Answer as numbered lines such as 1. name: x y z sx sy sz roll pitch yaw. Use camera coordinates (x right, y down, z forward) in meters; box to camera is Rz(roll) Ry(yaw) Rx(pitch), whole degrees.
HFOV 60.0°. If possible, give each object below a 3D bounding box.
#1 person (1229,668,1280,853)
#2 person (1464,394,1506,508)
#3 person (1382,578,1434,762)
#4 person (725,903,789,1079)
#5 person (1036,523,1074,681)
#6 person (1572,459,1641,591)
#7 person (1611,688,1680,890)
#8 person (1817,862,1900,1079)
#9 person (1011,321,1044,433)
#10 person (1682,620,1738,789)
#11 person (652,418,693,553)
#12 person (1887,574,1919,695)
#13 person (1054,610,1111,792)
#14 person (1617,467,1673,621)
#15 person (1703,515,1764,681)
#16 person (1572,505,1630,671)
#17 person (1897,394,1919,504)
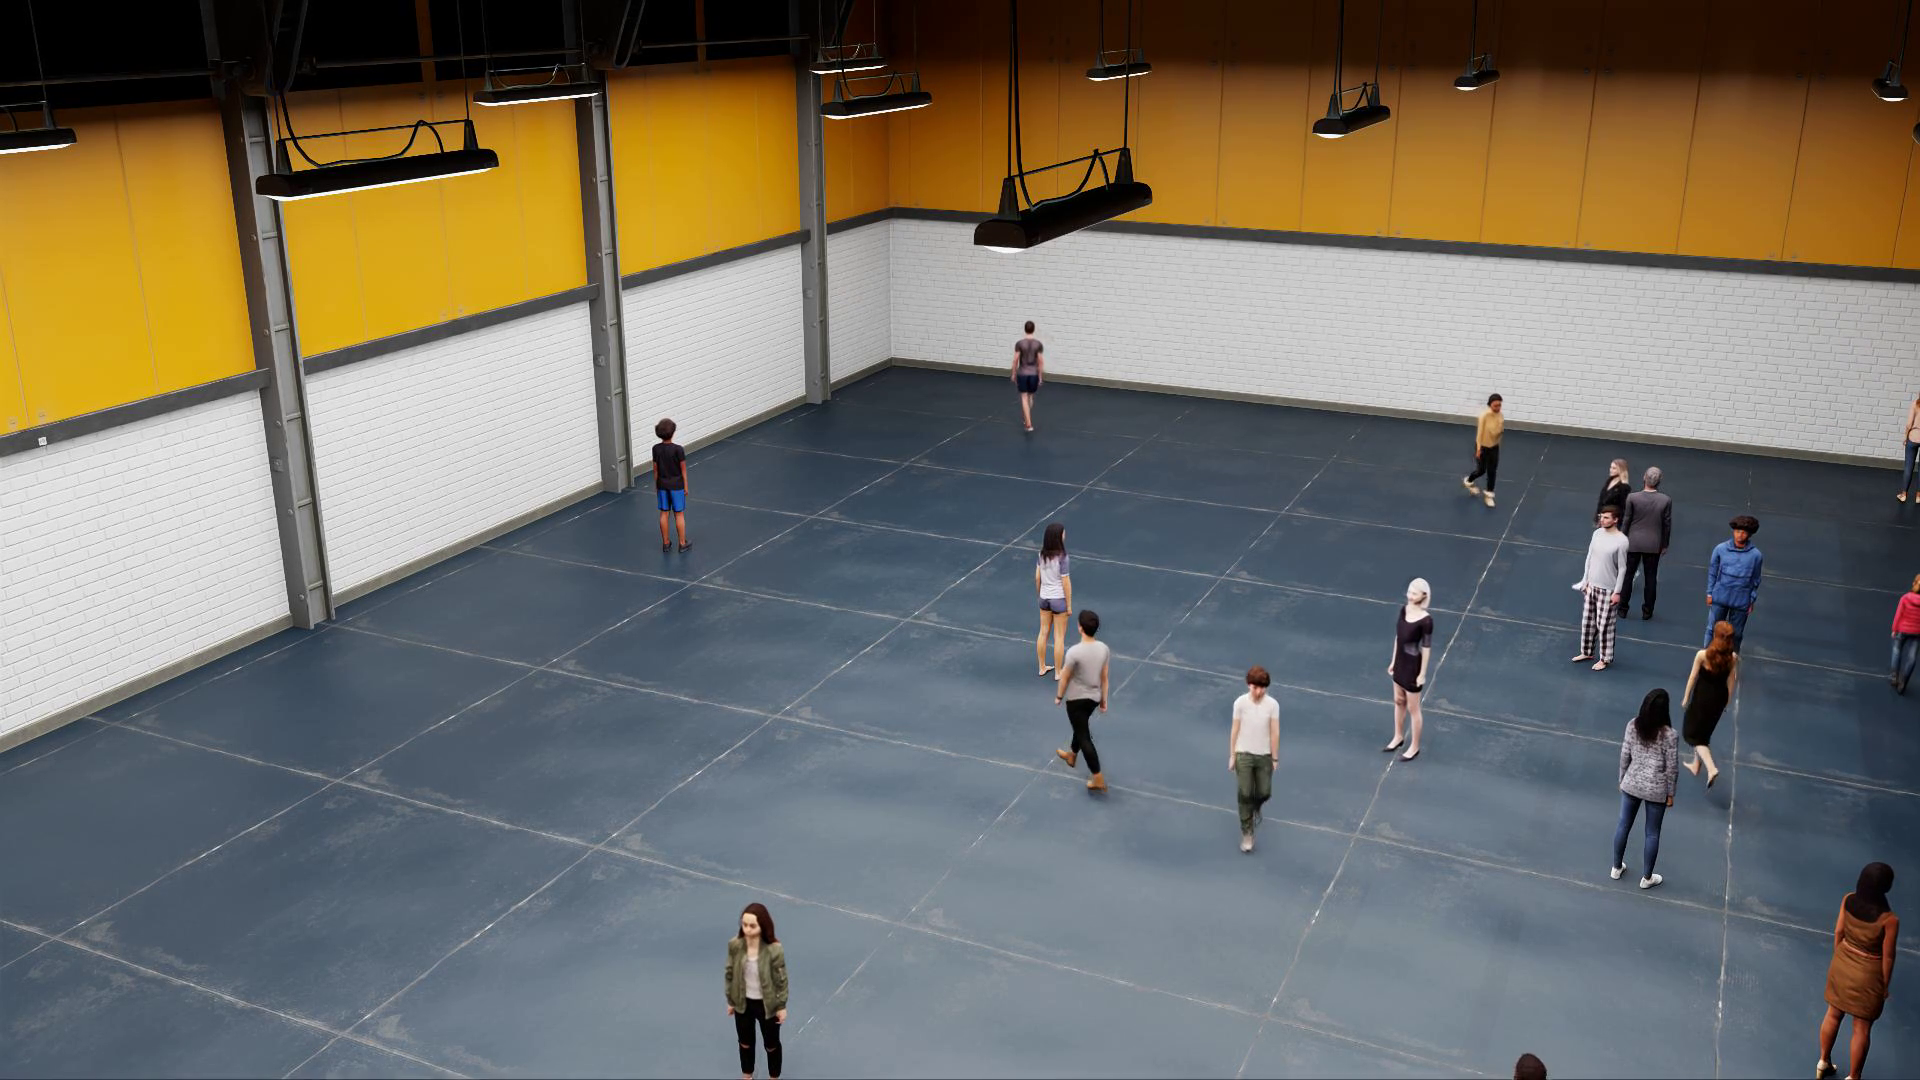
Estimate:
1. person: 2.537 1.846 14.401 0.709 1.642 0.900 3 19 8
2. person: 7.521 -1.315 23.808 0.879 1.629 1.012 -5 19 -14
3. person: 4.321 1.227 15.944 0.675 1.830 0.641 -9 21 -25
4. person: -1.340 3.068 11.033 0.613 1.475 0.561 5 19 14
5. person: 1.007 0.643 17.828 0.643 1.733 0.598 17 25 41
6. person: 8.053 -0.165 20.361 1.130 1.650 1.160 -4 19 -11
7. person: 5.652 2.028 13.716 0.669 1.733 0.624 16 25 40
8. person: 6.014 2.919 11.140 0.681 1.690 0.637 -9 21 -25
9. person: 1.124 -2.668 27.540 1.105 1.810 1.267 -3 19 -10
10. person: 6.944 1.539 15.371 0.856 1.604 1.005 -2 19 -5
11. person: -3.793 -0.726 21.783 0.675 1.805 0.694 2 19 7
12. person: 9.984 0.996 17.453 0.519 1.304 0.578 9 20 24
13. person: 1.176 1.507 15.350 1.169 1.678 1.088 -11 21 -29
14. person: 8.009 0.027 19.489 0.767 1.841 0.657 5 19 14
15. person: 8.285 0.592 17.859 0.675 1.811 0.570 10 21 26
16. person: 7.003 0.496 18.088 0.739 1.847 0.714 -10 21 -28
17. person: 13.786 -1.420 23.864 0.589 1.792 0.524 7 20 21
